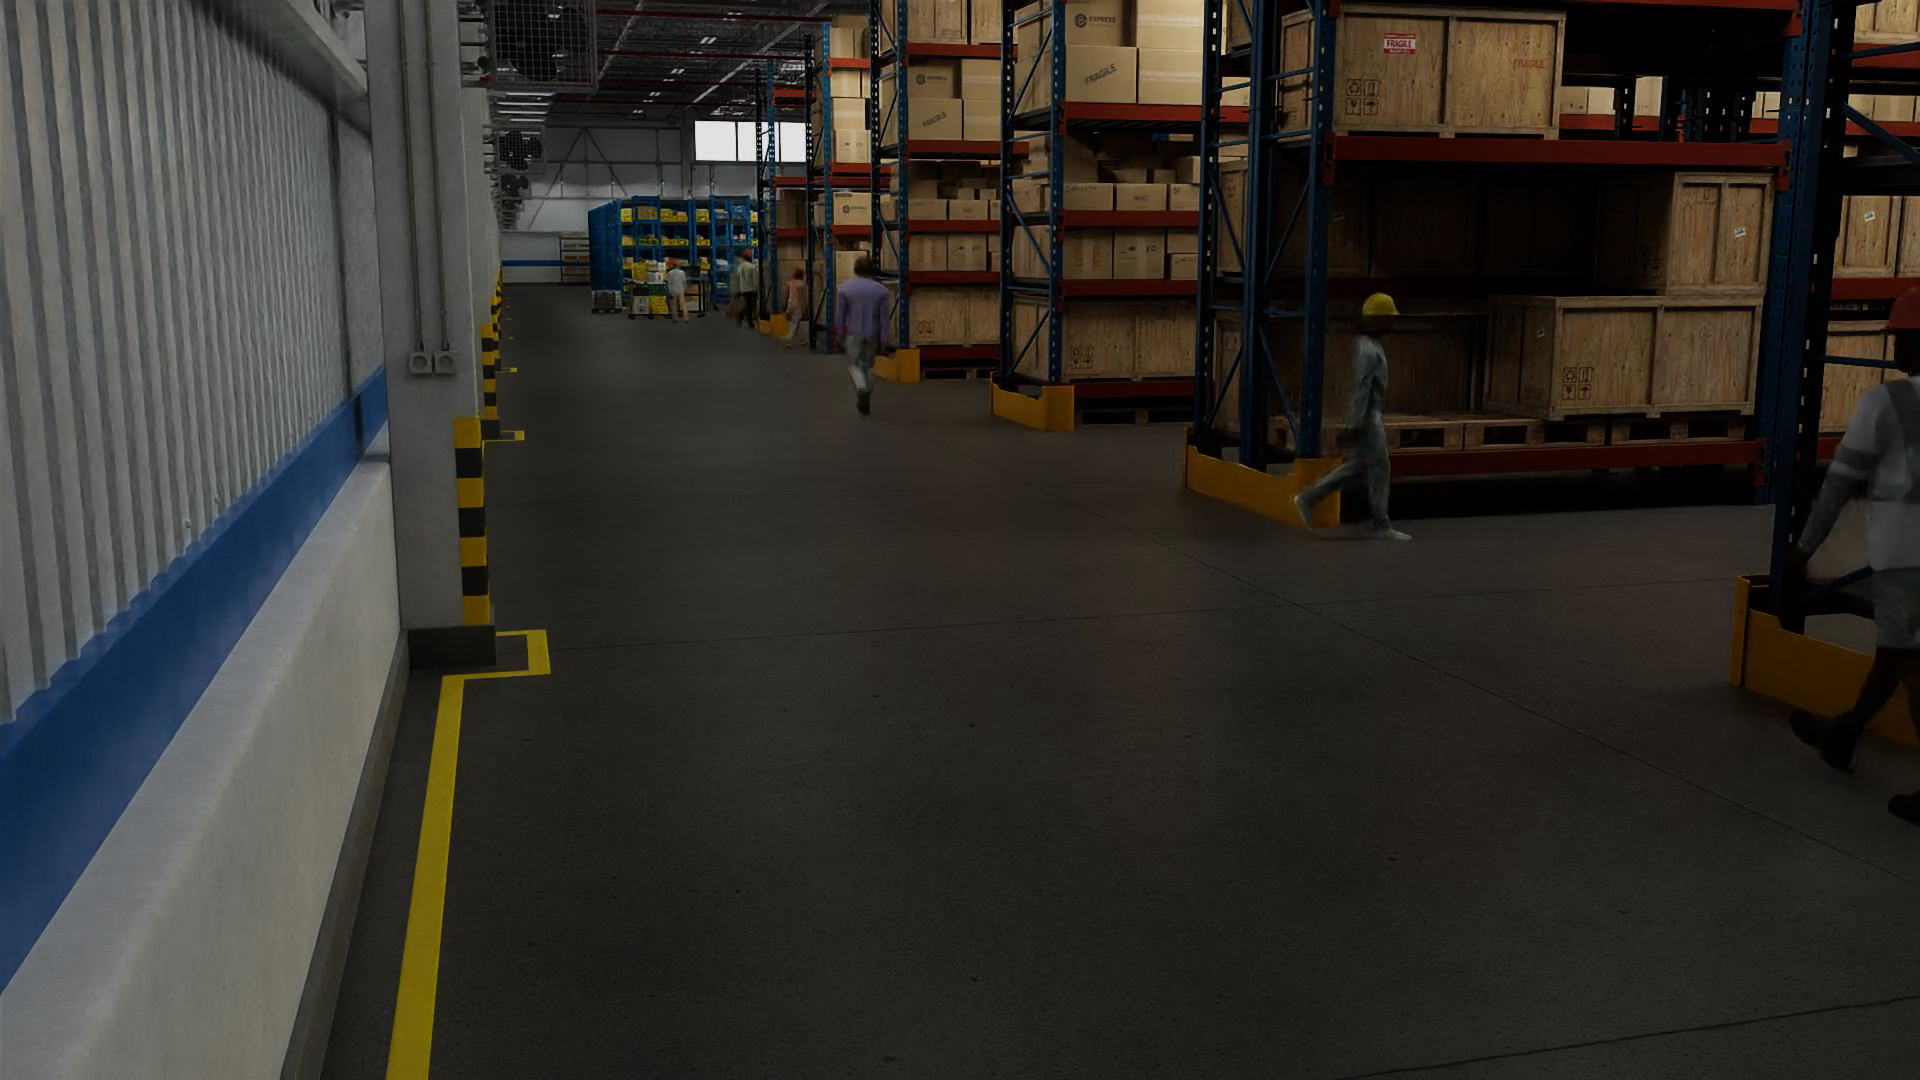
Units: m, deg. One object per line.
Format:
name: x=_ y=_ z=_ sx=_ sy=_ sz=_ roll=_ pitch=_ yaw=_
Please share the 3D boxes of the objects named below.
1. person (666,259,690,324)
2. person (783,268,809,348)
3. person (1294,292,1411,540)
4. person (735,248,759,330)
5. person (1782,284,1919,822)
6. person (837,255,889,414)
person: x=-7.416 y=-6.539 z=43.730 sx=0.608 sy=1.700 sz=0.801 roll=-7 pitch=12 yaw=-34
person: x=-3.262 y=-4.665 z=33.428 sx=0.579 sy=1.588 sz=0.796 roll=9 pitch=13 yaw=41
person: x=2.736 y=-0.851 z=11.478 sx=0.743 sy=1.715 sz=0.482 roll=2 pitch=10 yaw=12
person: x=-5.164 y=-6.045 z=40.167 sx=0.622 sy=1.977 sz=0.747 roll=9 pitch=14 yaw=43
person: x=3.390 y=0.028 z=6.032 sx=0.560 sy=1.880 sz=1.003 roll=-3 pitch=10 yaw=-15
person: x=-1.150 y=-2.452 z=19.953 sx=0.631 sy=1.926 sz=0.624 roll=-3 pitch=10 yaw=-15
